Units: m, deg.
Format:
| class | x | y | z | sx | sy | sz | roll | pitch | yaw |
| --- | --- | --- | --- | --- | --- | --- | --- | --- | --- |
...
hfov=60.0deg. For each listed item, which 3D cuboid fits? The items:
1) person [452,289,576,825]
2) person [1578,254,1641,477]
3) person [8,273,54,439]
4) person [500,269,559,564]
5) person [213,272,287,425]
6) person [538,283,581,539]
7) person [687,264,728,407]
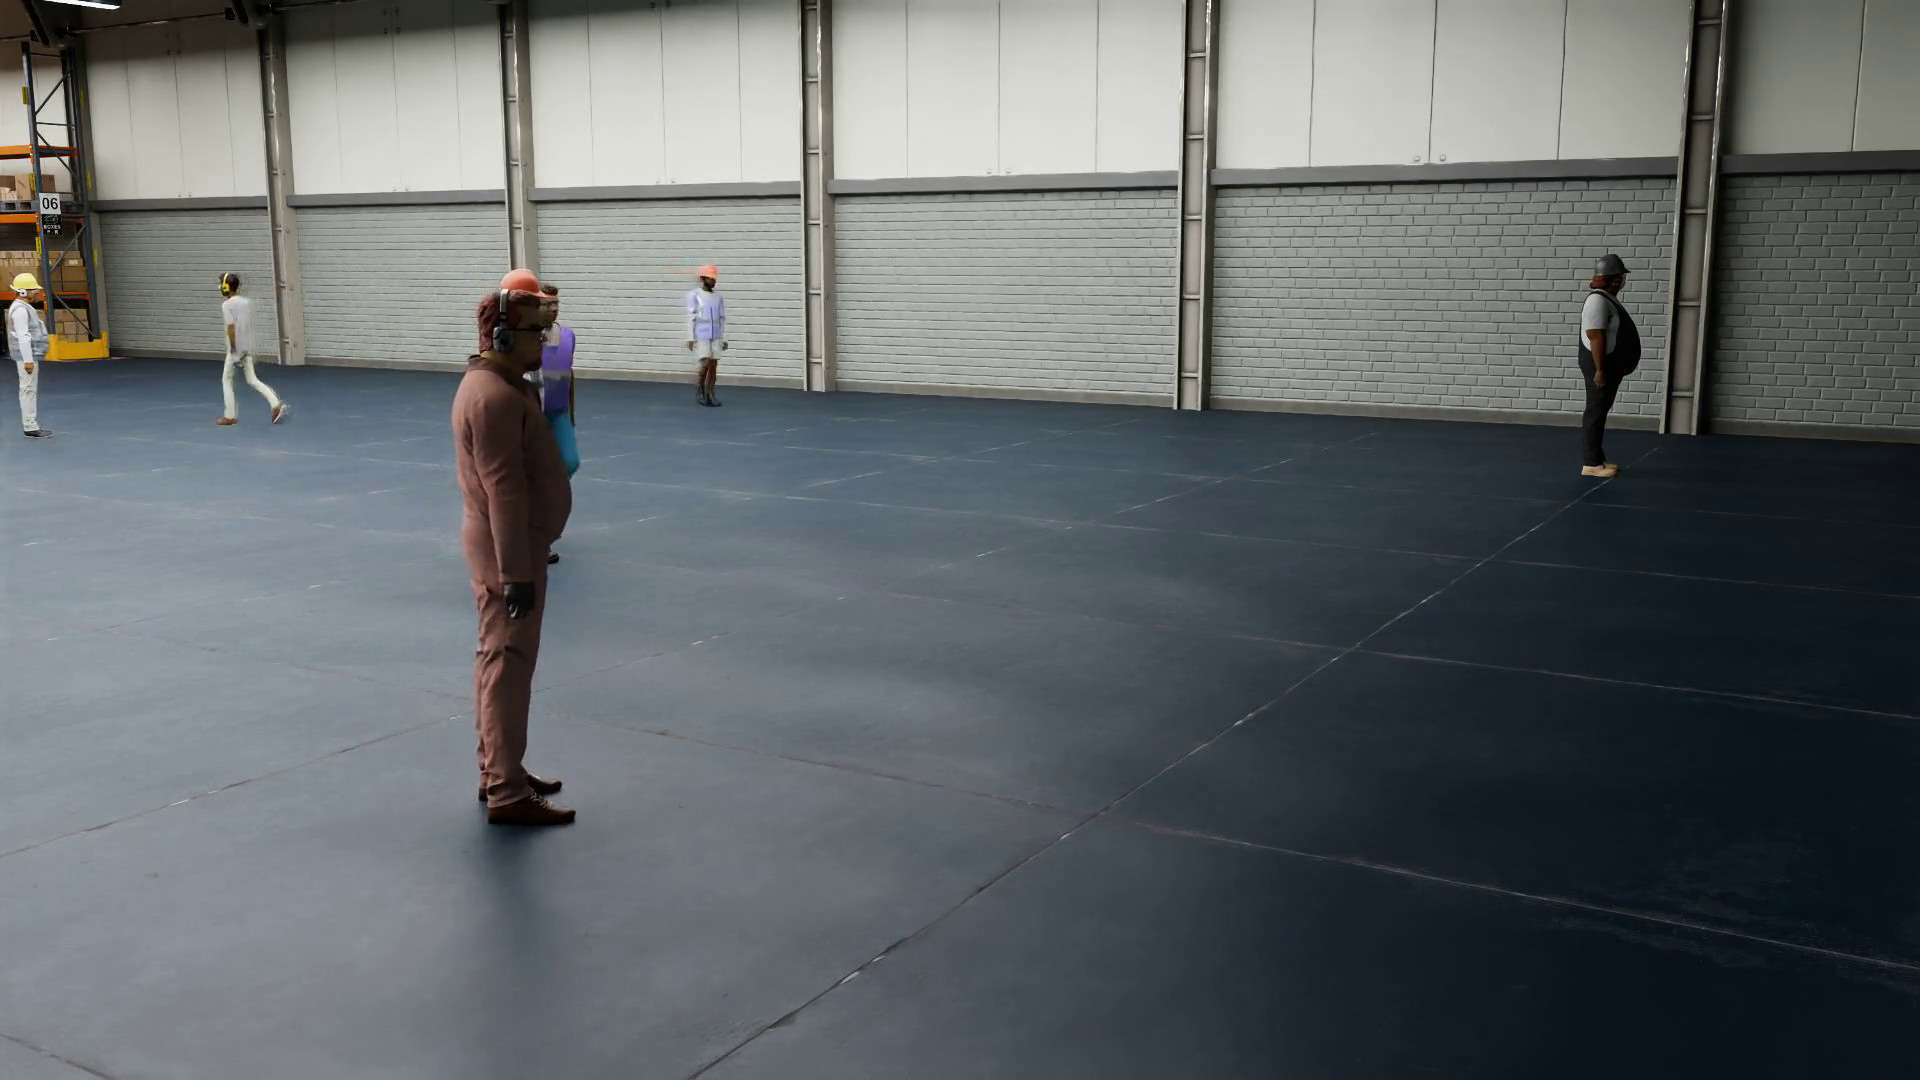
| class | x | y | z | sx | sy | sz | roll | pitch | yaw |
| --- | --- | --- | --- | --- | --- | --- | --- | --- | --- |
| person | -1.595 | 0.058 | 5.993 | 0.402 | 1.906 | 0.651 | -3 | 10 | -19 |
| person | 6.003 | -1.613 | 15.383 | 0.537 | 2.000 | 0.682 | 5 | 11 | 25 |
| person | -10.344 | -2.042 | 18.504 | 0.404 | 1.833 | 0.591 | -5 | 11 | -26 |
| person | -2.869 | -0.808 | 10.970 | 0.356 | 1.936 | 0.551 | -4 | 10 | -22 |
| person | -8.543 | -2.275 | 19.875 | 0.862 | 1.839 | 0.512 | 3 | 10 | 15 |
| person | -2.969 | -0.912 | 11.903 | 0.431 | 1.834 | 0.572 | 8 | 12 | 39 |
| person | -3.358 | -2.730 | 22.280 | 0.565 | 1.917 | 0.407 | -8 | 13 | -40 |
